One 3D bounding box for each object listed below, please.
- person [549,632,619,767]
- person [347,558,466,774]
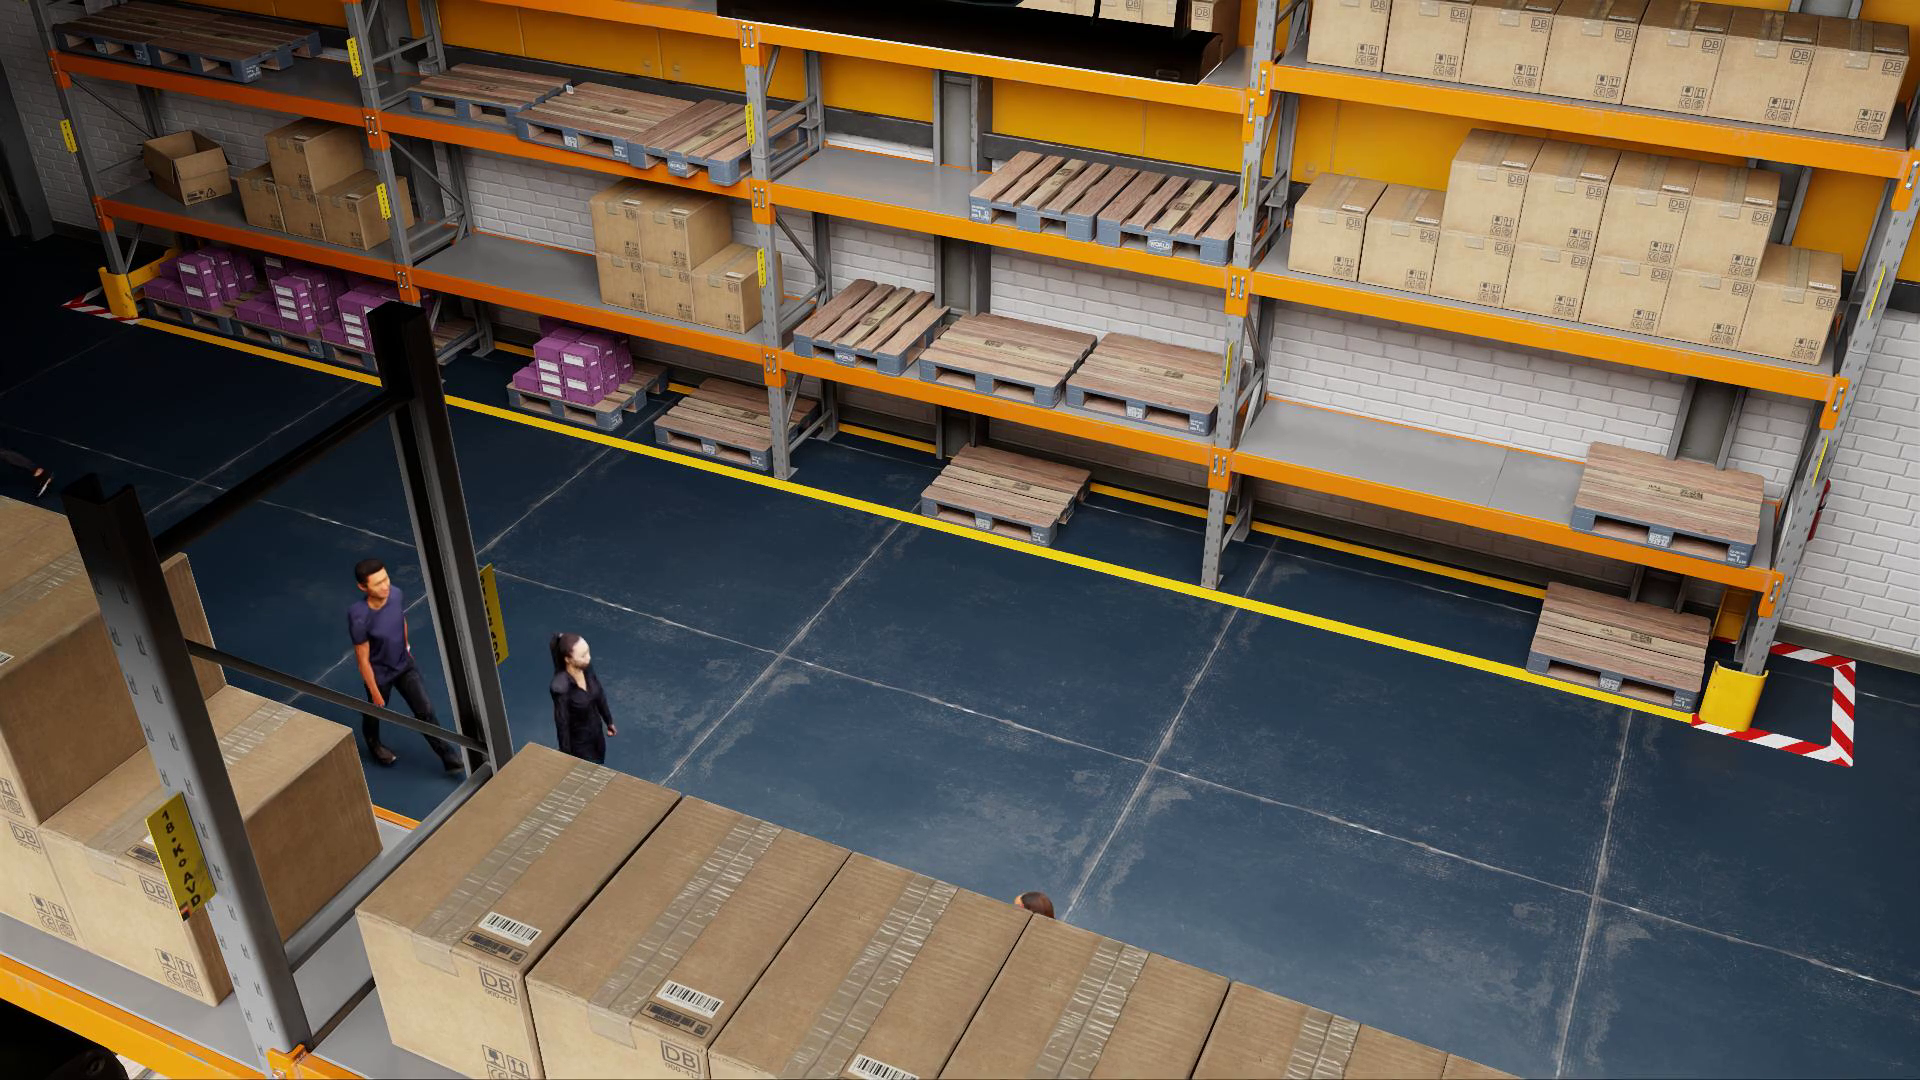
[{"bbox_3d":[-2.464,1.287,10.612,0.606,1.700,0.641,10,35,14],"label":"person"},{"bbox_3d":[-3.930,0.854,11.229,1.119,1.738,0.712,17,37,23],"label":"person"}]
